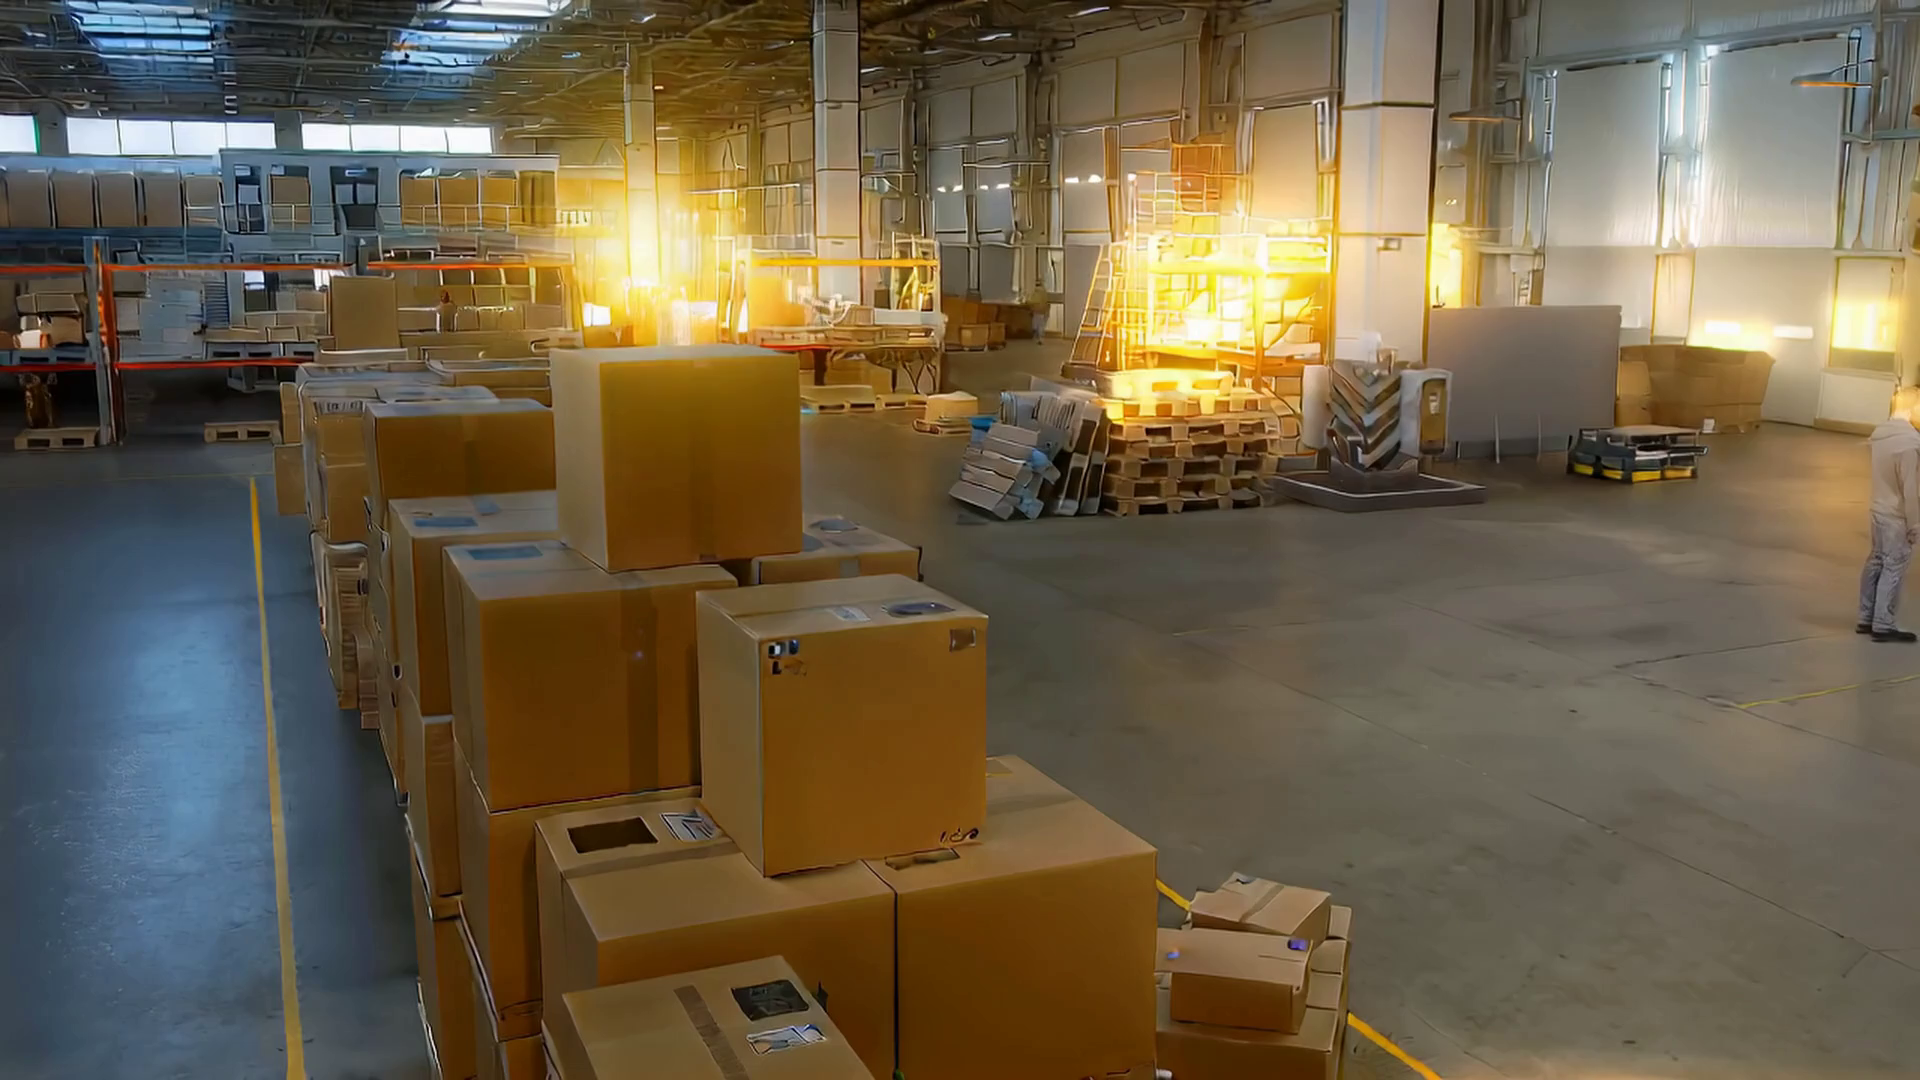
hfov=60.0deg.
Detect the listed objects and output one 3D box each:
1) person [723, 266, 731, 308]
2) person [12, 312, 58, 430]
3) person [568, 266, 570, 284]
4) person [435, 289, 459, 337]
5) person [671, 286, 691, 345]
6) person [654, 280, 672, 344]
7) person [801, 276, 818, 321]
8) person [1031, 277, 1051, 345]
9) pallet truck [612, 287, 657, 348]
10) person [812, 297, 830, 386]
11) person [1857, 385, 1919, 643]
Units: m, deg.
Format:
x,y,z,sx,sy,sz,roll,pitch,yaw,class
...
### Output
x,y,z,sx,sy,sz,roll,pitch,yaw,class
-9.953,-10.989,71.957,0.639,1.891,0.984,5,11,24,person
-14.125,-2.542,25.447,0.574,1.884,0.356,-2,10,-10,person
-16.812,-10.967,71.871,0.354,1.887,0.572,-7,13,-35,person
-11.805,-4.866,38.348,0.514,1.858,0.473,-4,11,-23,person
-6.225,-4.709,37.237,0.372,1.940,0.632,3,11,17,person
-8.533,-6.513,47.480,0.644,1.825,0.515,-3,11,-18,person
-4.703,-7.407,52.405,0.647,1.828,0.523,2,10,11,person
2.288,-6.416,46.693,0.608,1.915,0.416,-6,12,-30,person
-6.464,-4.406,35.401,0.823,1.965,1.885,6,12,32,pallet truck
-2.544,-3.519,30.698,0.358,1.930,0.590,-3,11,-15,person
6.964,-0.188,12.367,0.383,1.928,0.636,0,10,3,person
